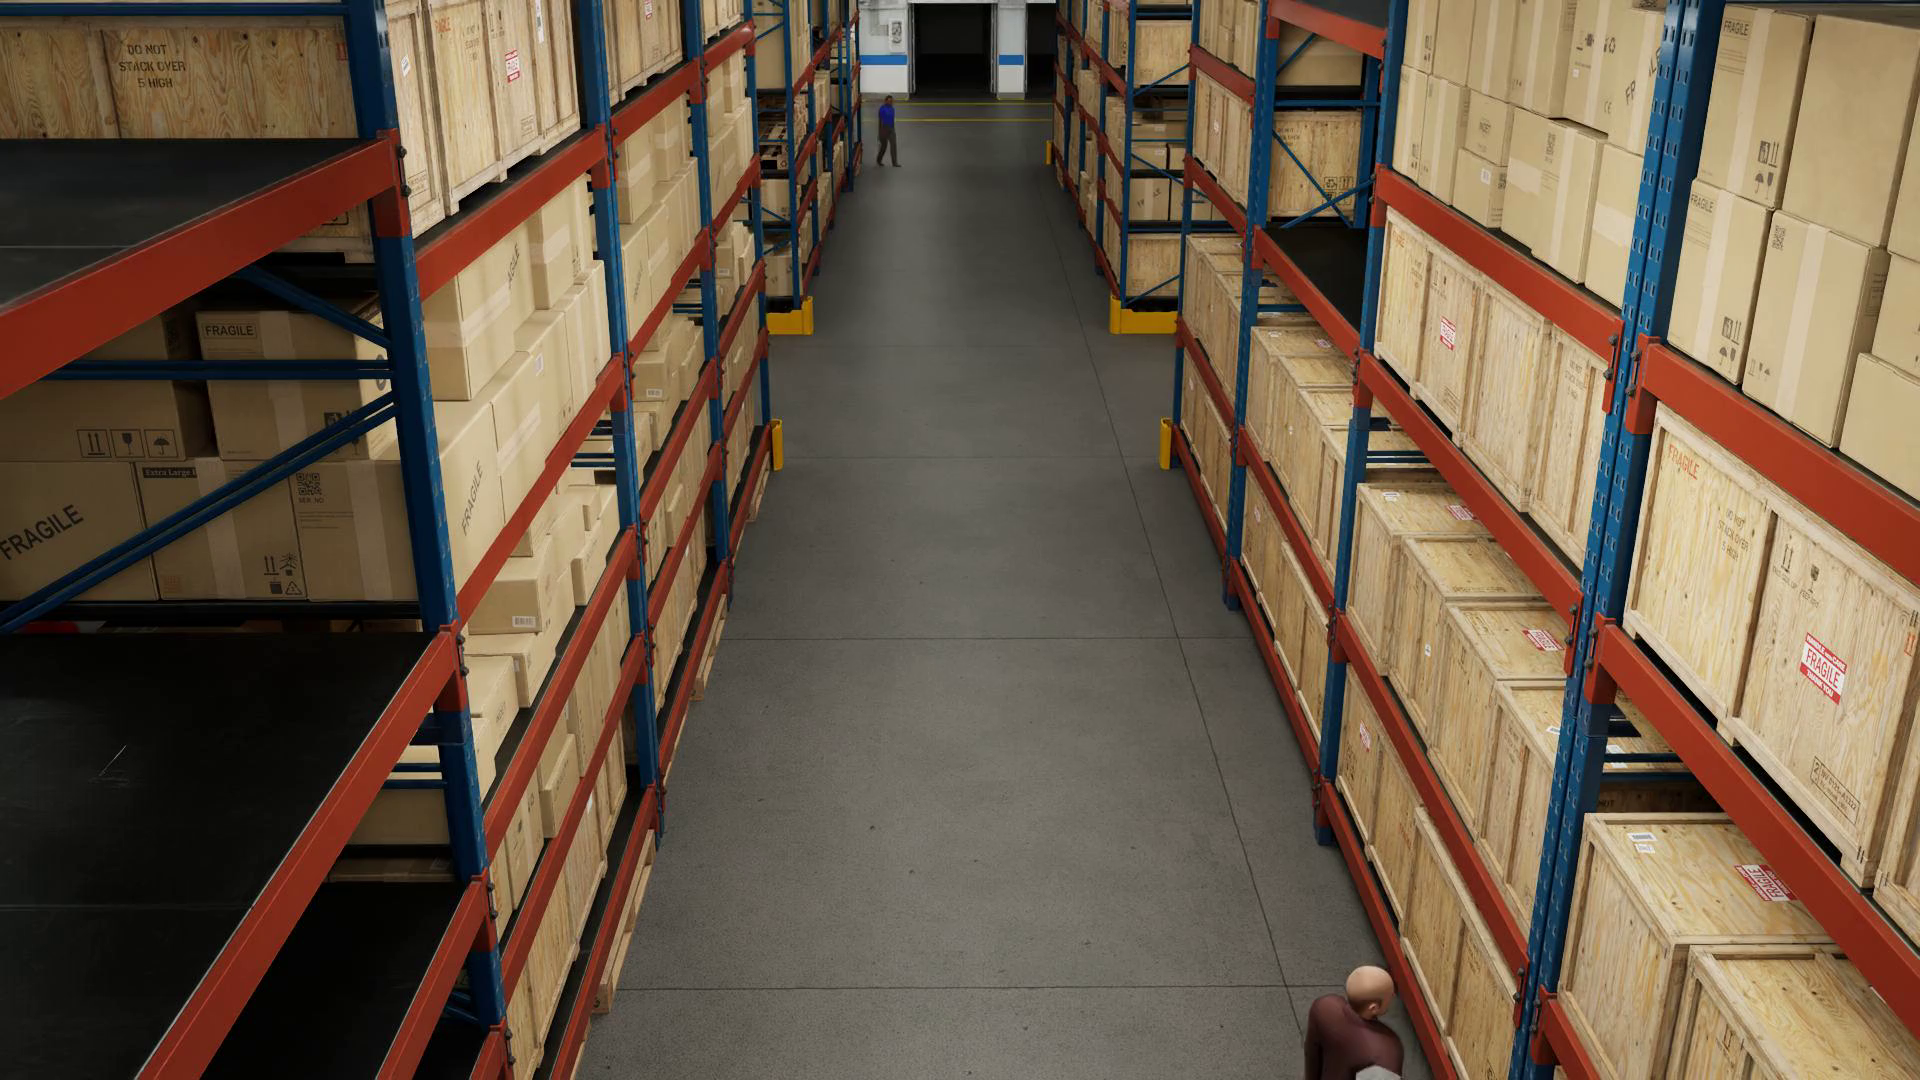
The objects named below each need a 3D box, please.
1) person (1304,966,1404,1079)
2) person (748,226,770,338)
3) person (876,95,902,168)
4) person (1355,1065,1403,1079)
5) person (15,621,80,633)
[{"bbox_3d":[1.850,2.687,7.666,0.397,1.793,0.614,-11,24,-27],"label":"person"},{"bbox_3d":[-2.998,-3.702,24.034,0.426,1.683,0.459,0,22,0],"label":"person"},{"bbox_3d":[-1.697,-9.582,38.964,0.466,1.645,0.795,-16,27,-36],"label":"person"},{"bbox_3d":[1.755,2.926,7.263,0.506,1.646,0.639,-2,22,-5],"label":"person"},{"bbox_3d":[-6.360,1.151,11.652,0.662,1.746,0.545,17,27,36],"label":"person"}]
